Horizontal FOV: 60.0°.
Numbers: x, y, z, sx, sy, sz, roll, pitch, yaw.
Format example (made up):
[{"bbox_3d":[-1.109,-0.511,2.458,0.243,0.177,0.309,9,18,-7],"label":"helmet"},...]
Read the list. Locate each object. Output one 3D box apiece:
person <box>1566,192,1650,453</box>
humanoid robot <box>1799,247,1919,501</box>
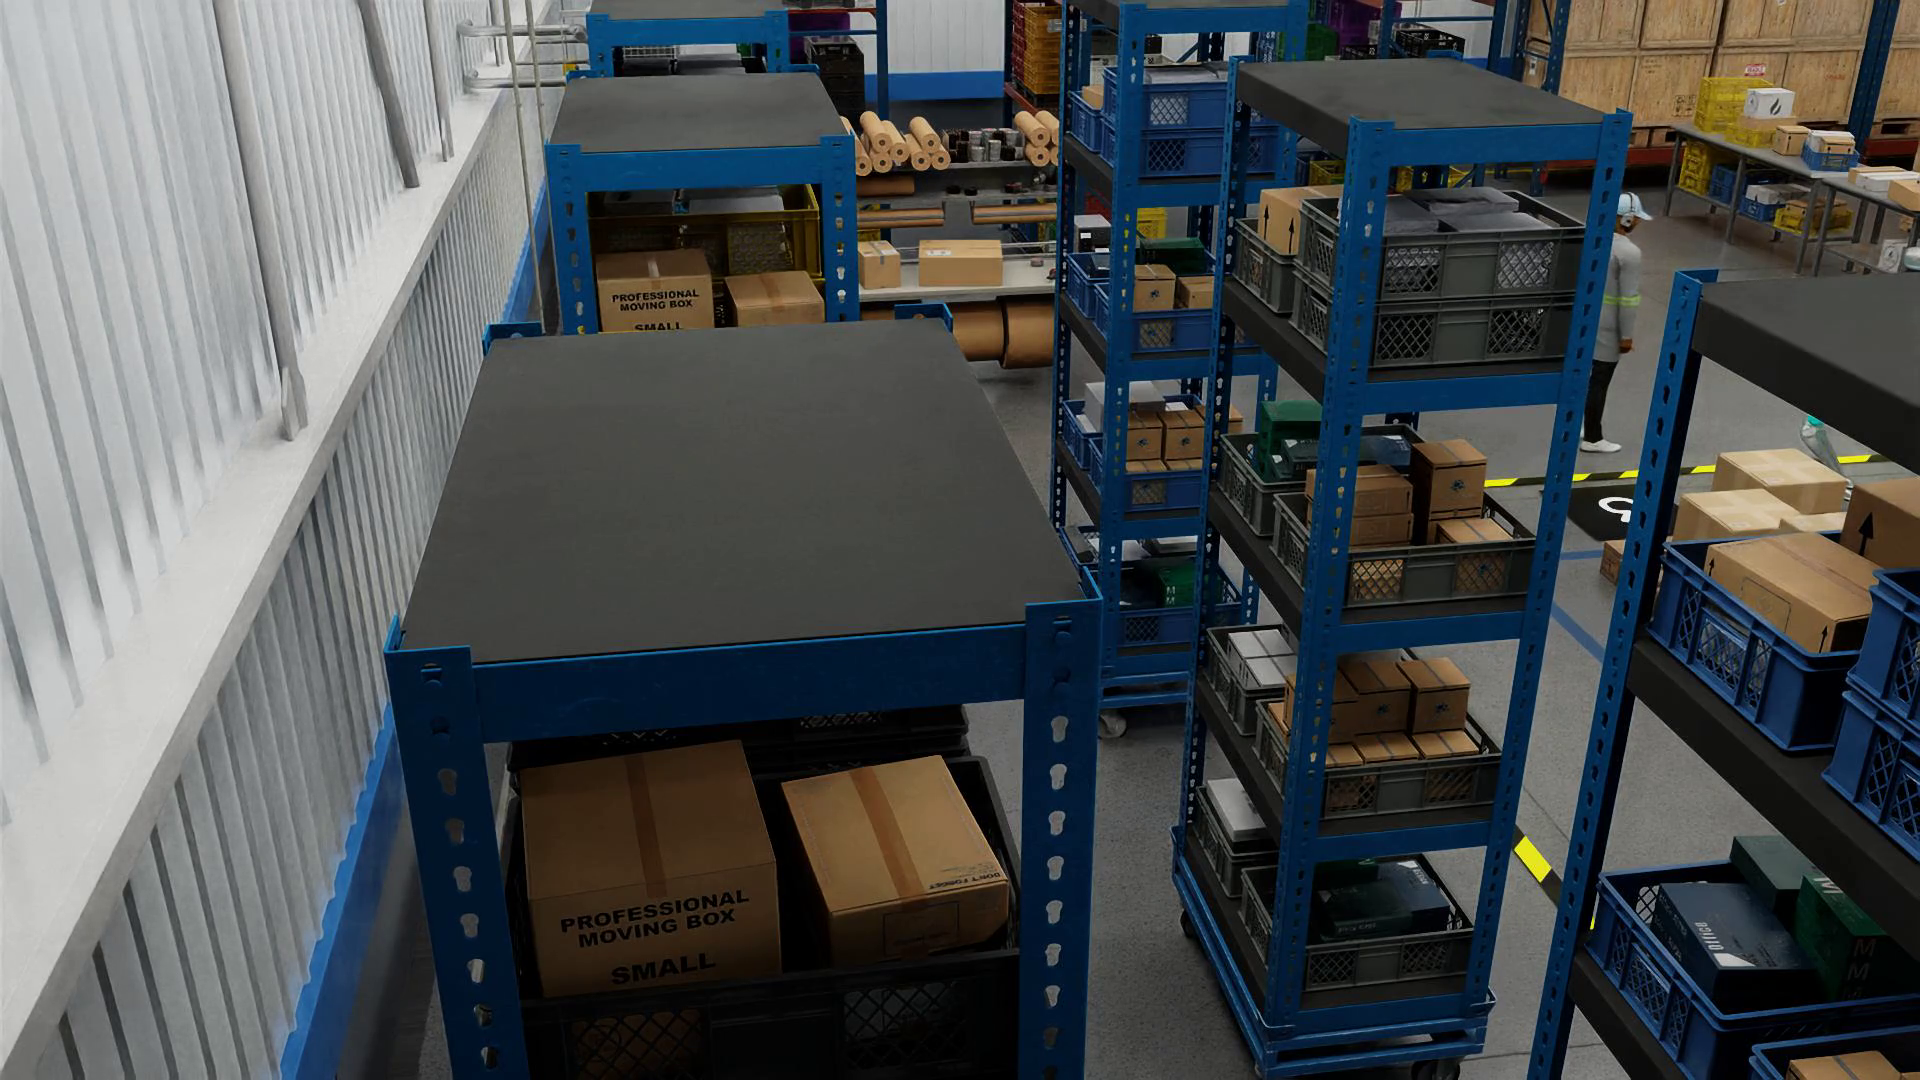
[{"bbox_3d":[4.559,-1.531,11.738,0.400,1.847,0.587,-8,26,-17],"label":"person"},{"bbox_3d":[5.799,-1.095,10.765,0.735,1.673,0.533,15,28,29],"label":"humanoid robot"}]
